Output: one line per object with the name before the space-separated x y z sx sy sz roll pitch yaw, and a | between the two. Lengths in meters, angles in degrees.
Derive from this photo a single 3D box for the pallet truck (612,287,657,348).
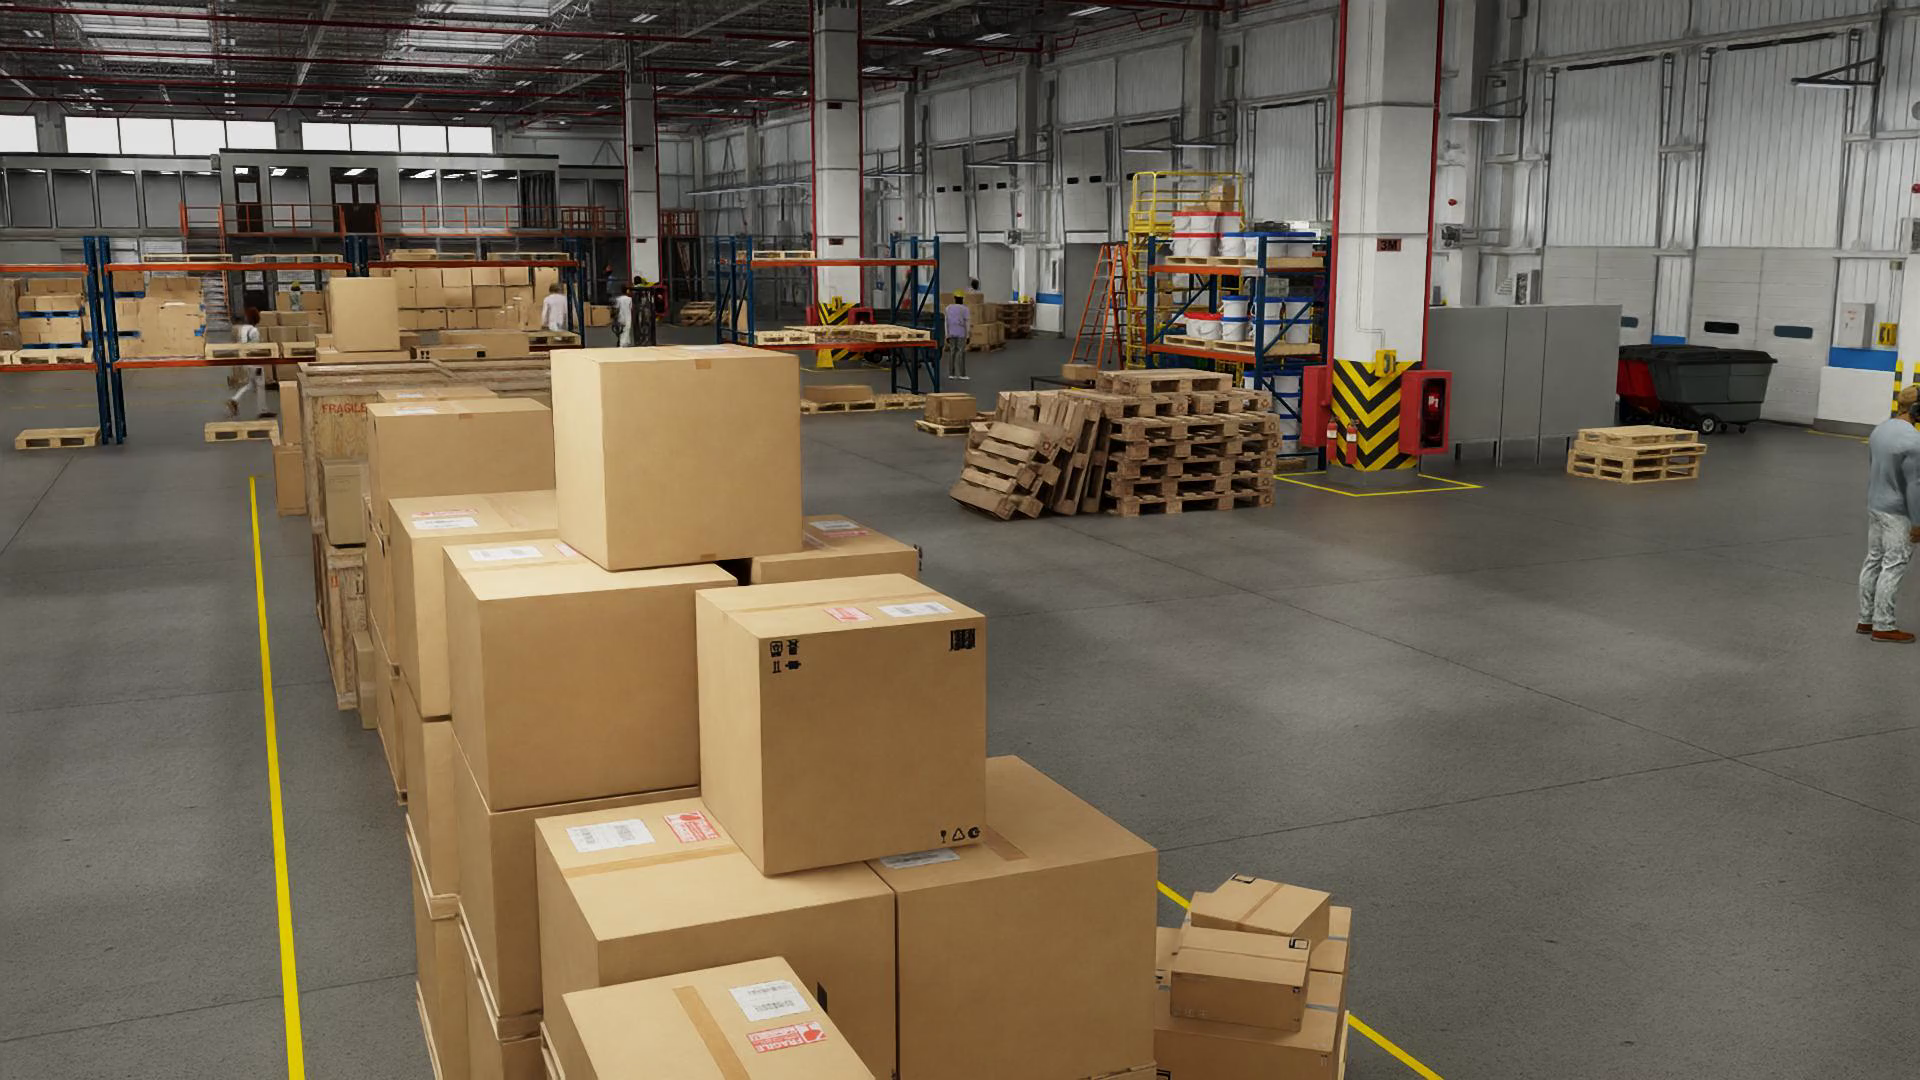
pallet truck | -6.464 -4.406 35.401 0.823 1.965 1.885 6 12 32

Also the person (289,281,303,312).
person | -19.435 -6.707 48.787 0.484 1.744 0.294 6 12 31

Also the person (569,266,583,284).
person | -16.438 -10.843 71.344 0.597 1.838 0.903 -6 12 -32

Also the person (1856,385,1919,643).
person | 6.967 -0.191 12.378 0.385 1.929 0.636 0 10 0

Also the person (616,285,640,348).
person | -8.455 -5.551 42.226 0.504 1.821 0.998 4 11 22

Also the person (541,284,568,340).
person | -9.954 -5.317 40.727 0.651 1.882 1.003 -10 14 -43

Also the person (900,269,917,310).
person | -1.725 -8.220 56.477 0.635 1.974 0.480 -3 11 -15

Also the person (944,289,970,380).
person | -0.046 -4.375 35.429 0.589 1.927 0.388 6 12 30

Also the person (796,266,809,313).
person | -6.300 -10.102 67.040 0.616 1.916 0.939 -5 11 -24

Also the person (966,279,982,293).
person | 0.471 -6.683 48.462 0.502 1.809 0.668 8 13 39

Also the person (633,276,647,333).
person | -10.015 -7.312 51.888 0.431 1.835 0.627 3 11 14

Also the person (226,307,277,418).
person | -11.815 -2.932 27.644 0.676 1.870 0.579 -9 14 -42

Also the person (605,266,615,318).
person | -13.276 -9.397 63.074 0.359 1.938 0.547 -2 10 -9

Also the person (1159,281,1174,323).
person | 5.256 -5.608 42.249 0.392 1.917 0.589 5 11 24
